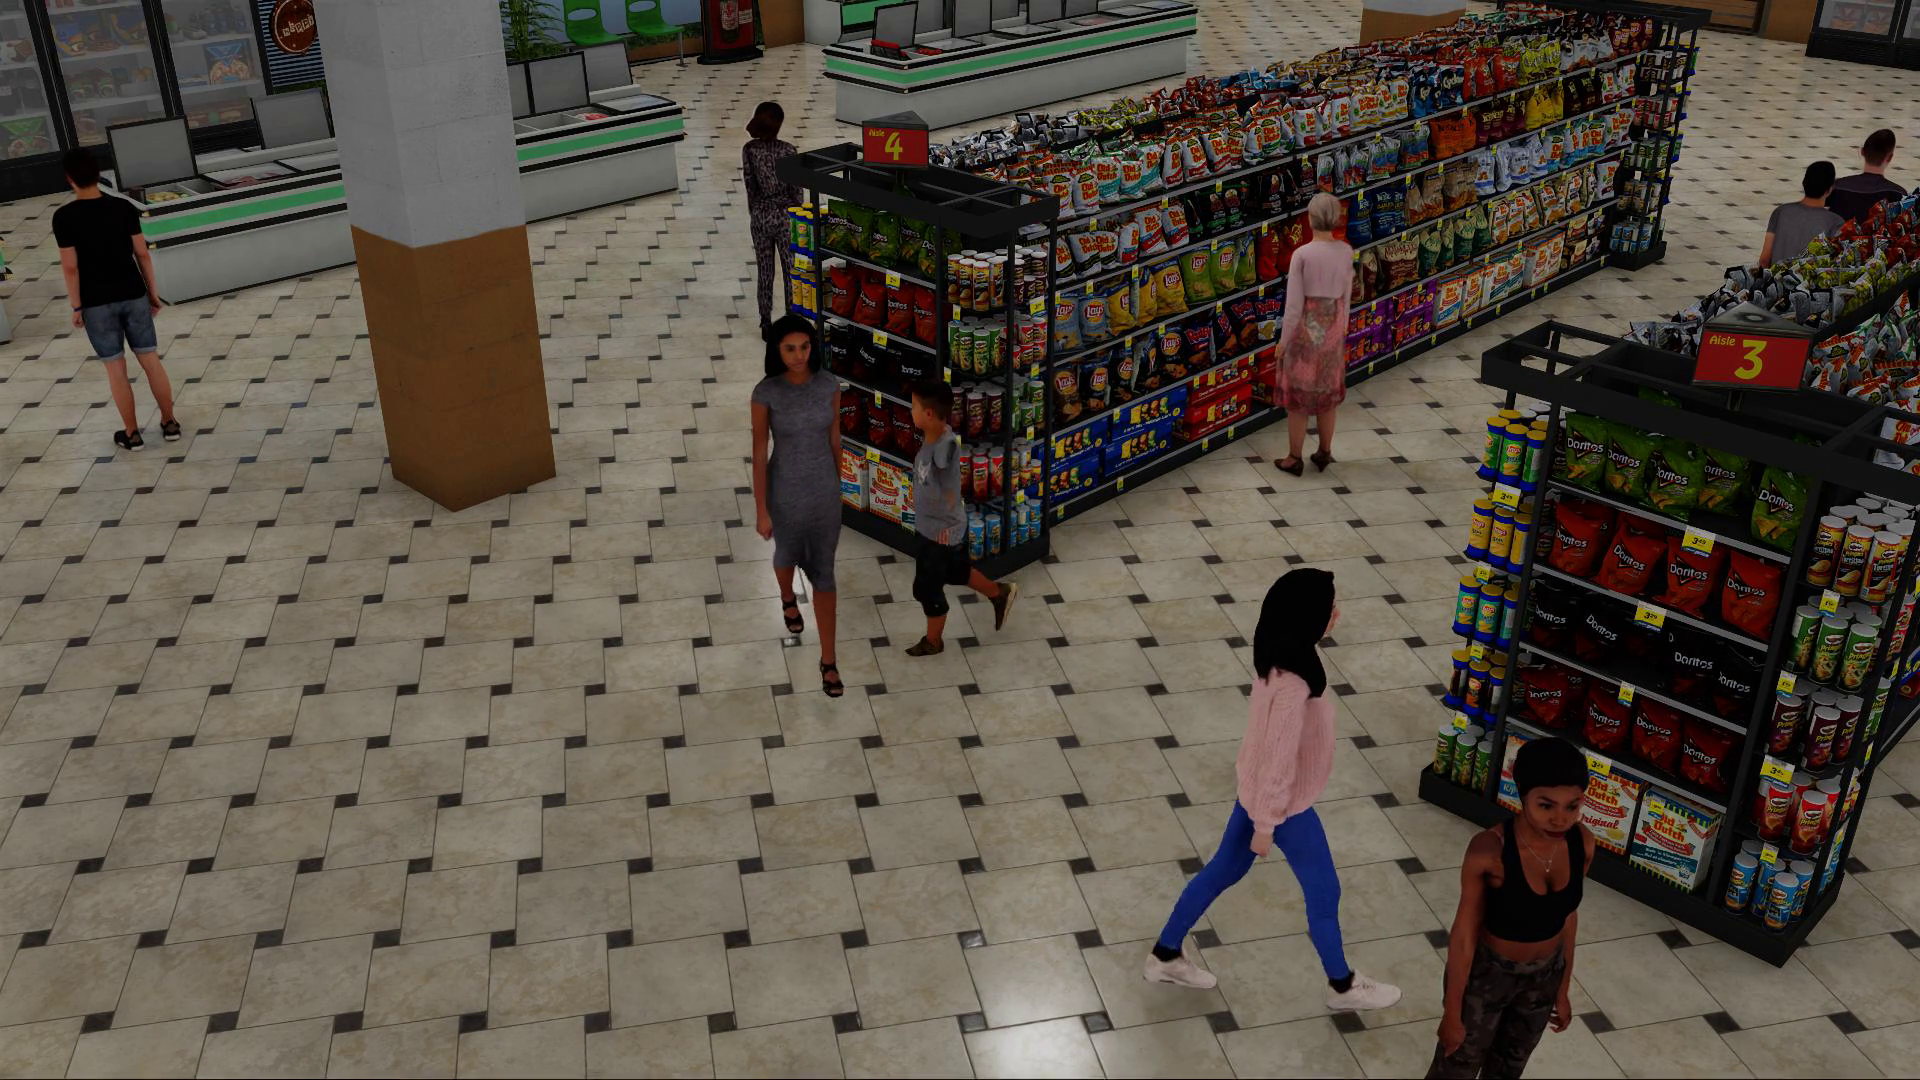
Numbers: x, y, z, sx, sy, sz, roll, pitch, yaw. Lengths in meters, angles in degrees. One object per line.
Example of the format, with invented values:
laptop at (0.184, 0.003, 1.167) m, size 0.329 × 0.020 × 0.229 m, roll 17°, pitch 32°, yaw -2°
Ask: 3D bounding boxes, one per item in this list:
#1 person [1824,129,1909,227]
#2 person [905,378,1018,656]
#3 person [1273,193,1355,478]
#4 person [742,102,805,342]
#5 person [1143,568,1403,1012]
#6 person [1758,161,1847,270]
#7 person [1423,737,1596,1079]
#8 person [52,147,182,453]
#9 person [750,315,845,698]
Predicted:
person at (5.617, -1.678, 10.518) m, size 0.710 × 1.842 × 0.627 m, roll 19°, pitch 33°, yaw 33°
person at (-0.042, -0.141, 7.930) m, size 0.970 × 1.440 × 0.809 m, roll -10°, pitch 29°, yaw -19°
person at (2.075, -1.187, 9.714) m, size 0.657 × 1.692 × 0.756 m, roll -8°, pitch 28°, yaw -15°
person at (-1.310, -2.247, 11.781) m, size 0.676 × 1.714 × 0.708 m, roll 7°, pitch 28°, yaw 14°
person at (0.970, 0.885, 5.598) m, size 1.168 × 1.721 × 1.156 m, roll 3°, pitch 27°, yaw 5°
person at (5.066, -1.442, 10.150) m, size 0.616 × 1.754 × 0.513 m, roll 24°, pitch 35°, yaw 38°
person at (1.578, 1.288, 4.826) m, size 0.606 × 1.699 × 0.717 m, roll -7°, pitch 28°, yaw -14°
person at (-5.114, -1.449, 10.061) m, size 0.488 × 1.846 × 0.731 m, roll -23°, pitch 35°, yaw -37°
person at (-0.767, -0.202, 7.732) m, size 1.139 × 1.729 × 1.005 m, roll -8°, pitch 28°, yaw -16°
